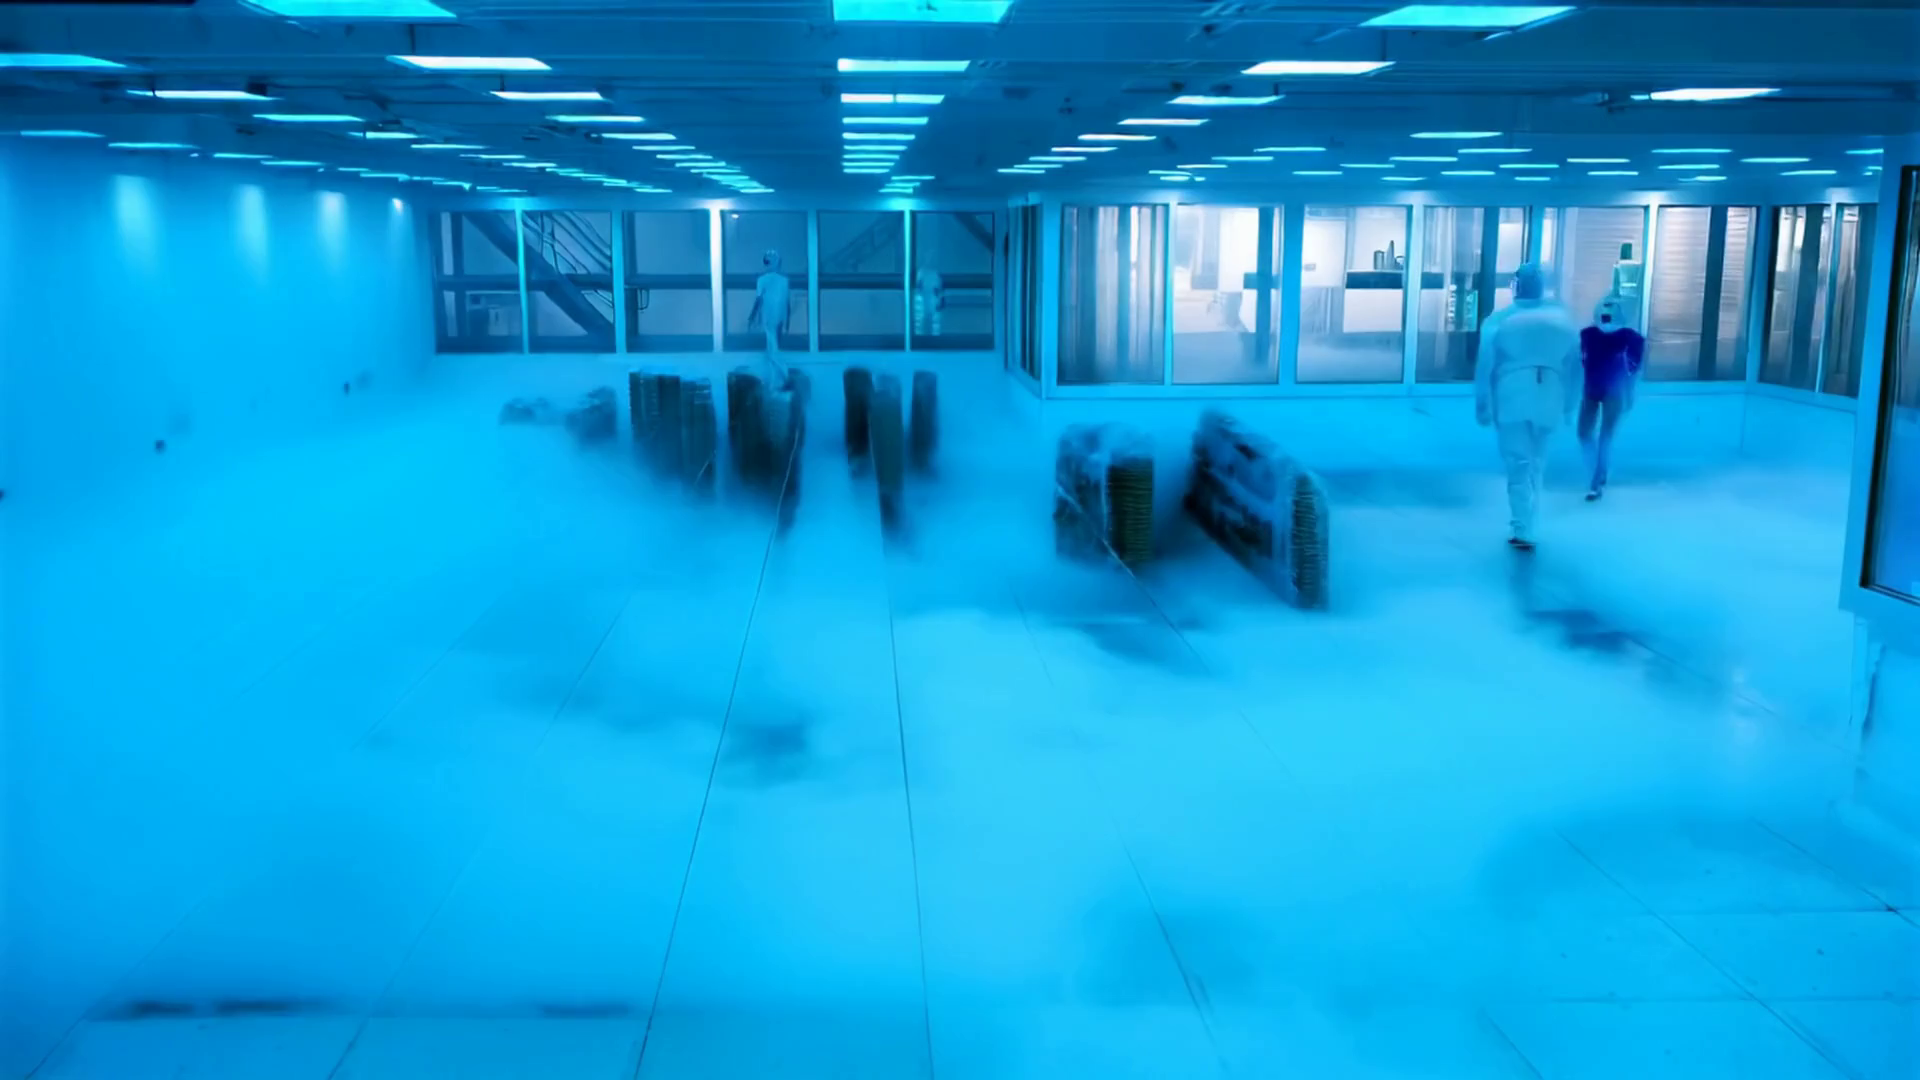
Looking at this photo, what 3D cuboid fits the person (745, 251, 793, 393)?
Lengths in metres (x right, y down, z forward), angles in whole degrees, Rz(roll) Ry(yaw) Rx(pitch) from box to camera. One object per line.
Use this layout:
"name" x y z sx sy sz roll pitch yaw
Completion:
"person" -2.512 -2.837 21.715 0.942 1.831 0.537 9 14 39

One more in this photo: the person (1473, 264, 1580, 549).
"person" 3.770 -0.907 11.204 0.642 1.865 0.895 -1 11 -4

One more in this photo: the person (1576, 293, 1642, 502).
"person" 5.050 -1.115 12.959 0.505 1.614 0.511 10 14 42
